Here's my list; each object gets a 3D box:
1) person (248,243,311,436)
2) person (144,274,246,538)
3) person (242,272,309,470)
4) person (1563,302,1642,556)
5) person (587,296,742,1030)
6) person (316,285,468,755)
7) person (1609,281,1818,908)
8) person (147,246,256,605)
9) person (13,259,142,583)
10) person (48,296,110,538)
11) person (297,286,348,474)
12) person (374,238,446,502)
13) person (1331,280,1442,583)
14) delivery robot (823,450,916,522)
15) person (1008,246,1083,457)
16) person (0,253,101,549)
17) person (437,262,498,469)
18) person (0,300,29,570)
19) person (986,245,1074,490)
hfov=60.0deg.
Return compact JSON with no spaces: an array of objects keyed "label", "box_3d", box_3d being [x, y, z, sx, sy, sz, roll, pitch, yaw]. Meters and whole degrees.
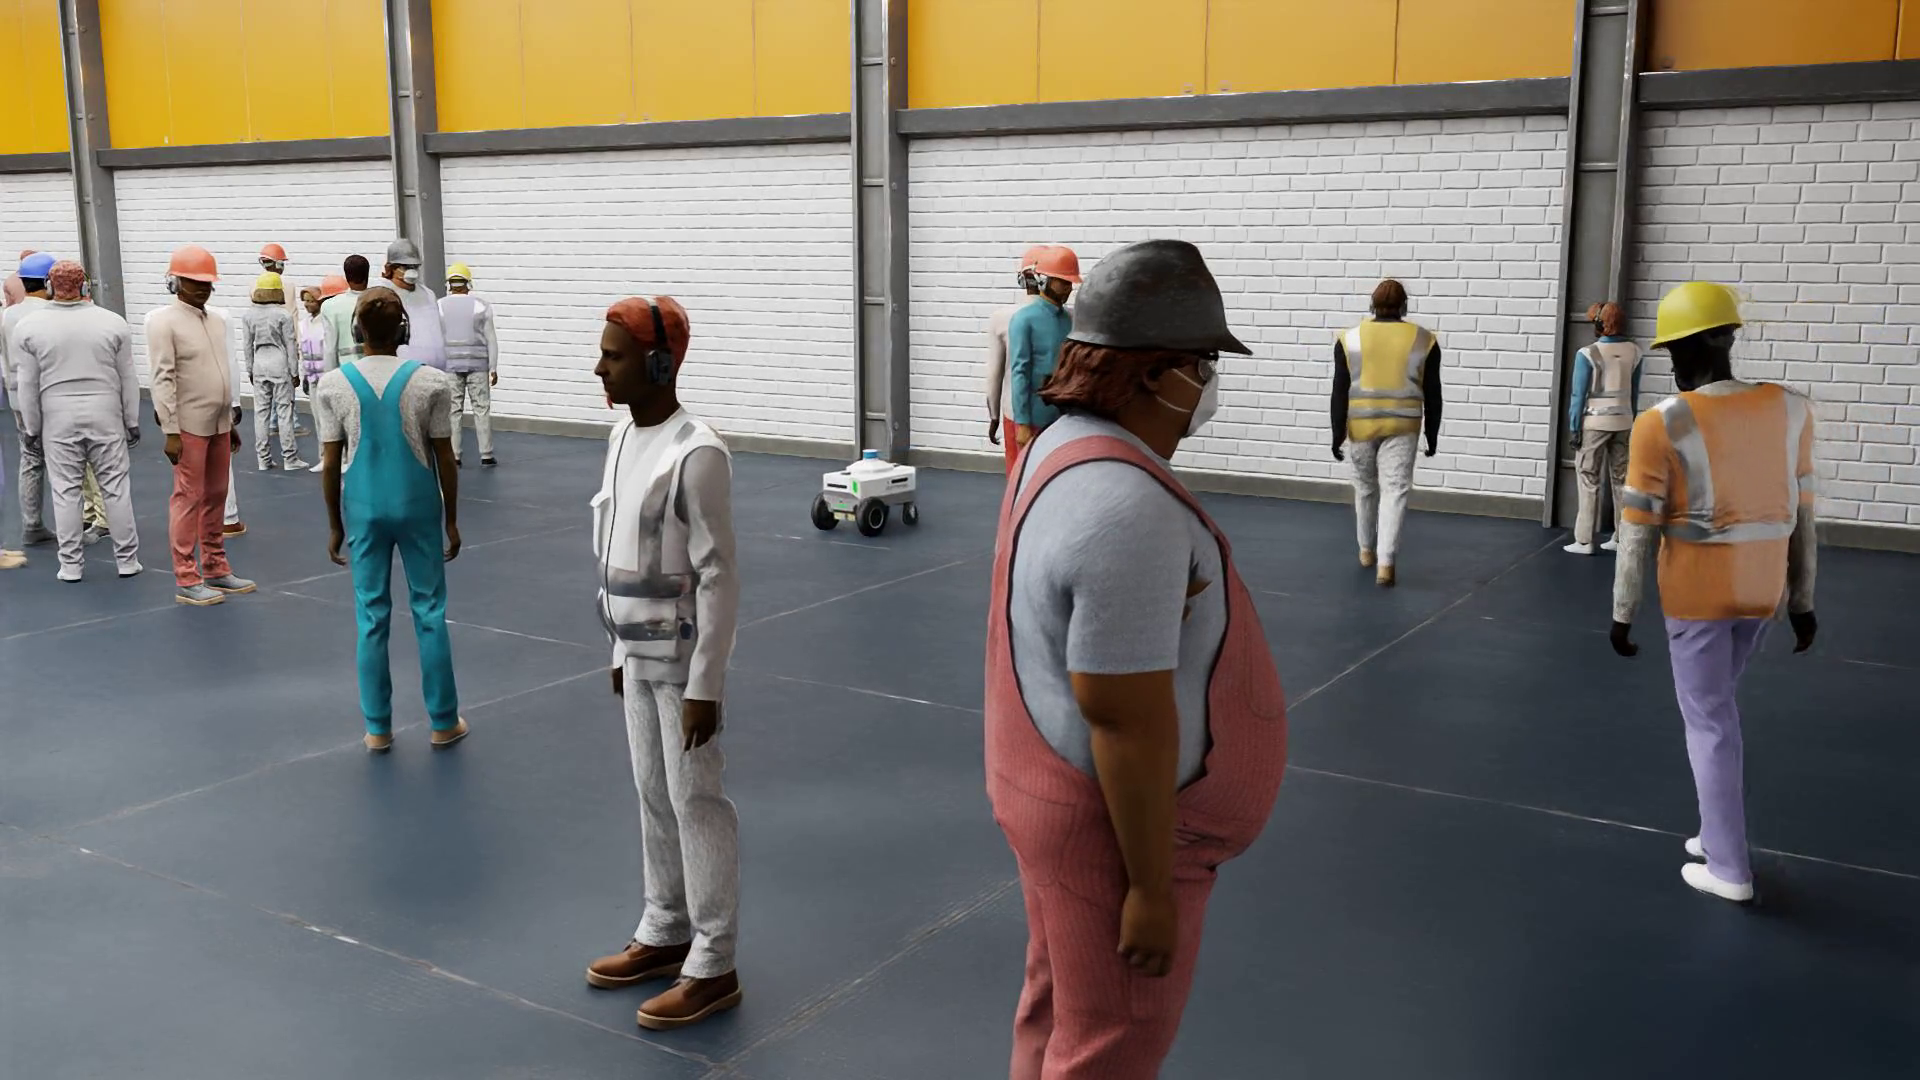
[{"label":"person","box_3d":[-7.045,-2.056,17.187,0.620,1.990,0.400,5,11,26]},{"label":"person","box_3d":[-5.160,-0.936,11.251,0.572,1.885,0.356,-3,11,-15]},{"label":"person","box_3d":[-6.058,-1.487,14.695,0.492,1.742,0.323,2,10,9]},{"label":"person","box_3d":[4.134,-0.706,10.691,0.522,1.632,0.313,-3,11,-17]},{"label":"person","box_3d":[-0.764,0.317,4.313,0.359,1.882,0.575,-7,12,-33]},{"label":"person","box_3d":[-2.233,-0.069,6.555,0.507,1.847,0.351,-2,10,-10]},{"label":"person","box_3d":[2.287,0.160,5.139,0.622,1.890,0.637,-2,11,-13]},{"label":"person","box_3d":[-4.251,-0.642,9.327,0.389,1.987,0.625,2,10,9]},{"label":"person","box_3d":[-5.216,-0.700,9.880,0.639,1.911,0.406,-6,12,-29]},{"label":"person","box_3d":[-5.989,-0.886,11.322,0.318,1.755,0.569,-9,13,-40]},{"label":"person","box_3d":[-5.513,-1.381,14.428,0.509,1.627,0.323,4,11,23]},{"label":"person","box_3d":[-4.166,-1.268,12.658,0.536,2.000,0.688,6,12,31]},{"label":"person","box_3d":[2.561,-0.662,10.010,0.643,1.793,0.970,3,11,16]},{"label":"delivery robot","box_3d":[-0.626,-0.388,11.638,0.477,0.478,0.707,8,13,37]},{"label":"person","box_3d":[0.524,-0.709,9.701,0.400,1.989,0.612,8,13,39]},{"label":"person","box_3d":[-6.005,-0.905,10.940,0.607,1.939,0.415,4,11,20]},{"label":"person","box_3d":[-4.383,-1.534,14.726,0.589,1.826,0.403,-2,10,-8]},{"label":"person","box_3d":[-5.991,-0.718,10.189,0.339,1.833,0.524,-7,12,-33]},{"label":"person","box_3d":[0.468,-0.752,9.922,0.623,1.992,0.396,1,10,5]}]
